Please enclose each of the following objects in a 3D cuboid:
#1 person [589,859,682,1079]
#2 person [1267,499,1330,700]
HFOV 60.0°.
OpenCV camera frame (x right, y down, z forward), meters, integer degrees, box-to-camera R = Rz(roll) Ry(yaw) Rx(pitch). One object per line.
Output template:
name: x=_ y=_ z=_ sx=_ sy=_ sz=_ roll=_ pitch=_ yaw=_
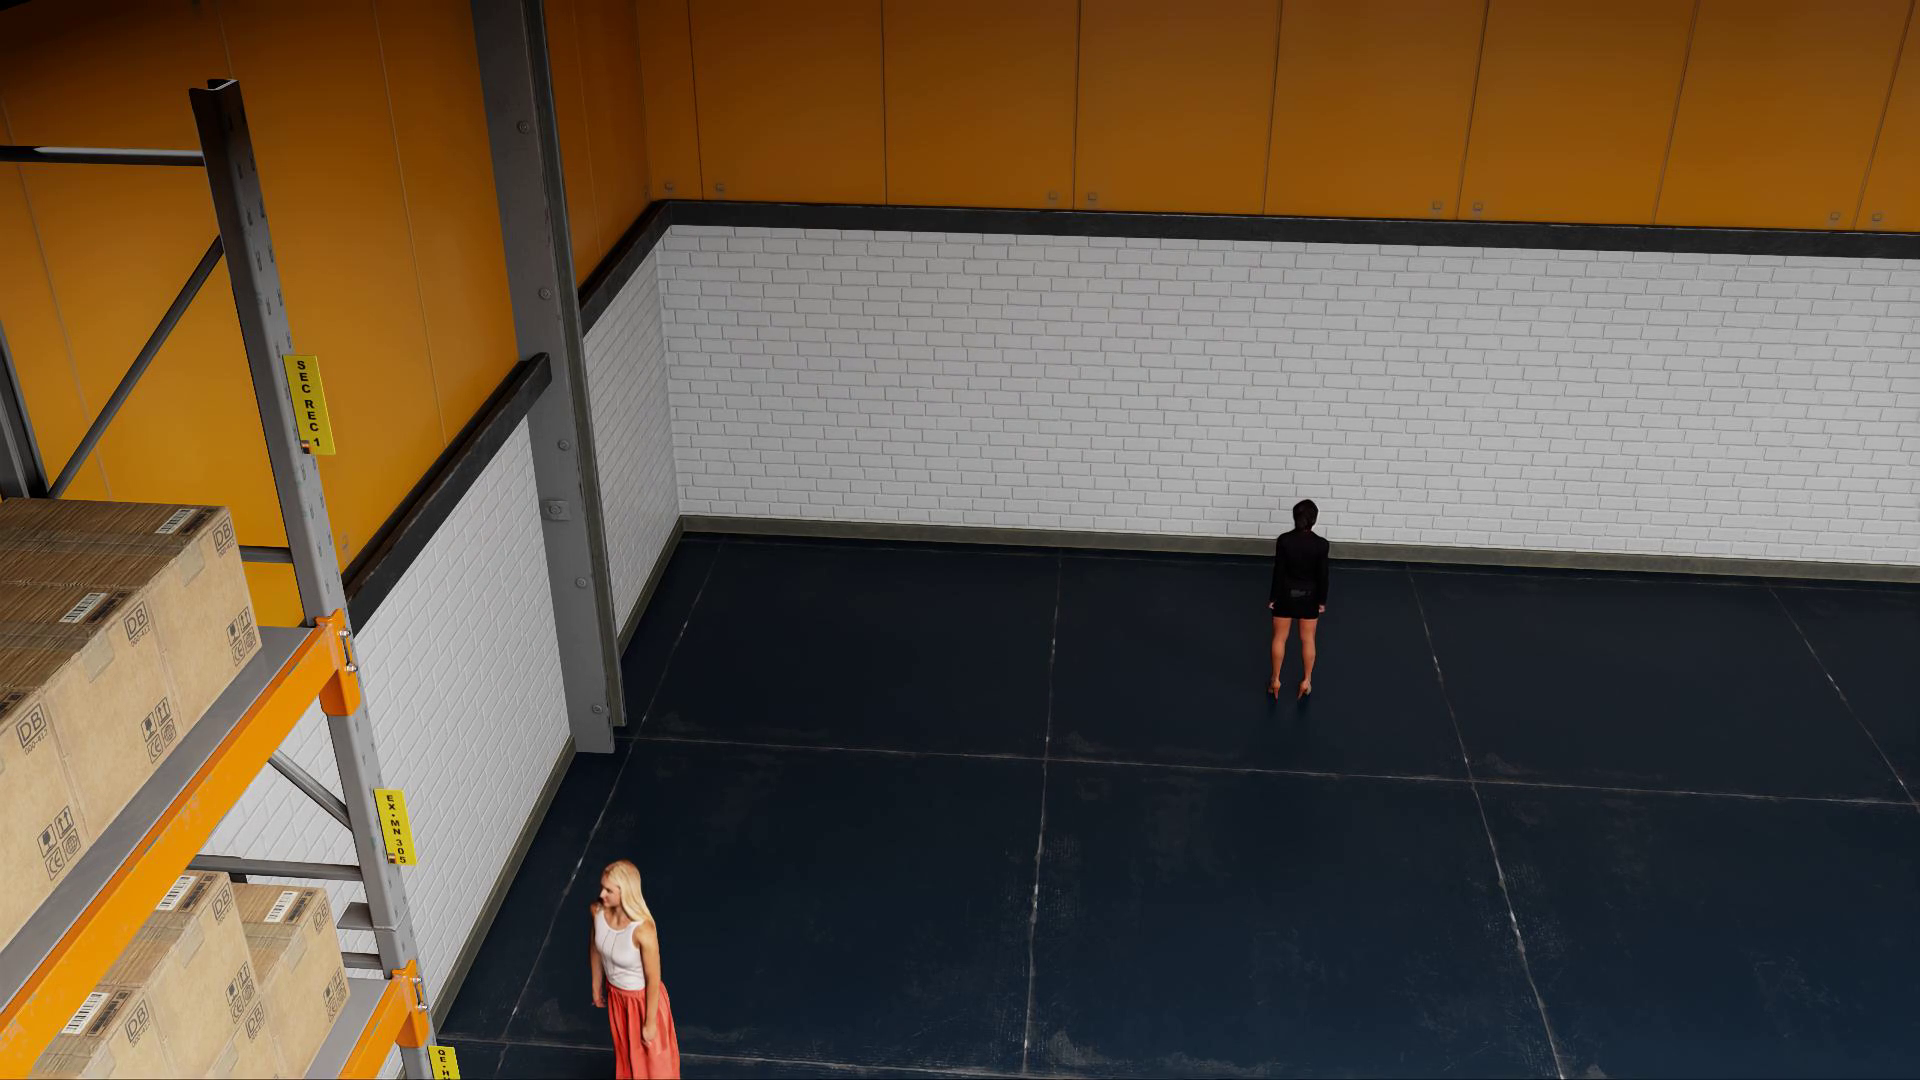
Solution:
person: x=-1.676 y=2.370 z=8.573 sx=0.721 sy=1.803 sz=0.747 roll=20 pitch=34 yaw=32
person: x=2.485 y=0.443 z=12.275 sx=0.578 sy=1.640 sz=0.609 roll=4 pitch=29 yaw=7
